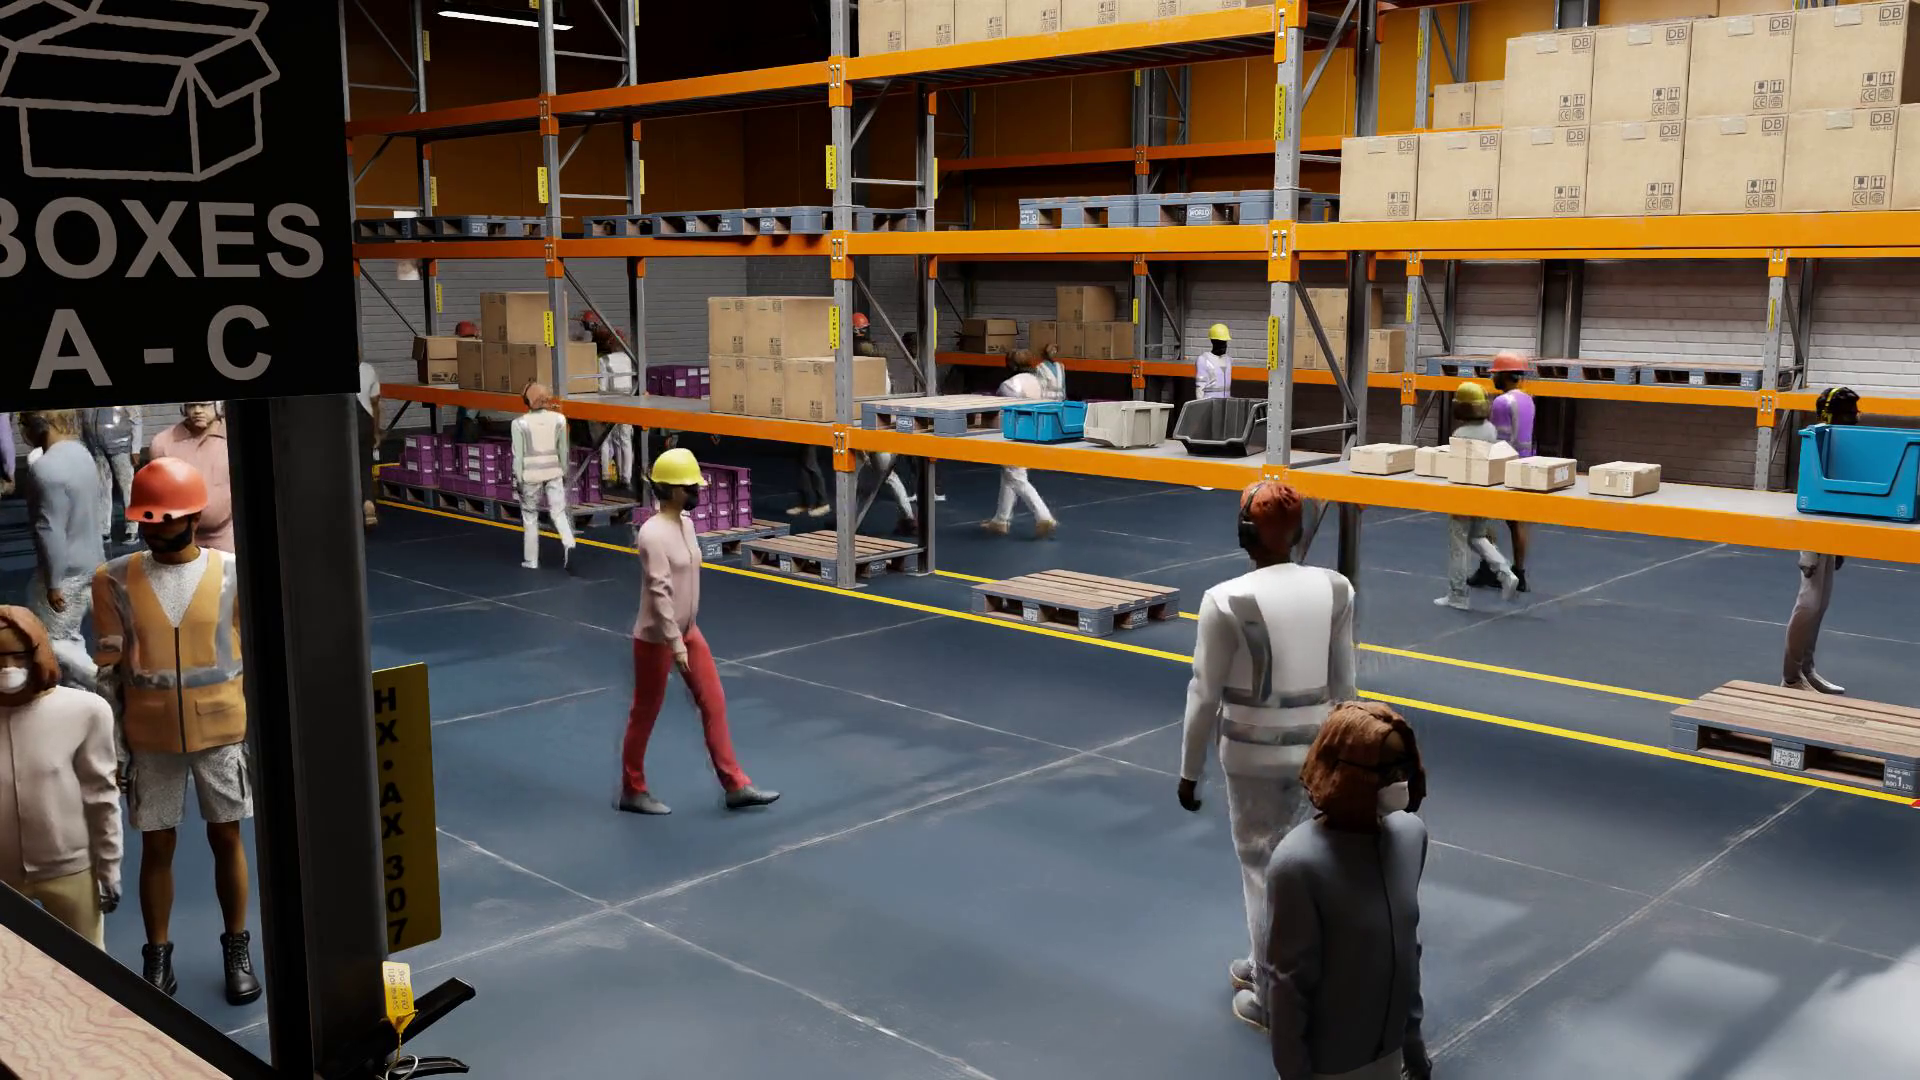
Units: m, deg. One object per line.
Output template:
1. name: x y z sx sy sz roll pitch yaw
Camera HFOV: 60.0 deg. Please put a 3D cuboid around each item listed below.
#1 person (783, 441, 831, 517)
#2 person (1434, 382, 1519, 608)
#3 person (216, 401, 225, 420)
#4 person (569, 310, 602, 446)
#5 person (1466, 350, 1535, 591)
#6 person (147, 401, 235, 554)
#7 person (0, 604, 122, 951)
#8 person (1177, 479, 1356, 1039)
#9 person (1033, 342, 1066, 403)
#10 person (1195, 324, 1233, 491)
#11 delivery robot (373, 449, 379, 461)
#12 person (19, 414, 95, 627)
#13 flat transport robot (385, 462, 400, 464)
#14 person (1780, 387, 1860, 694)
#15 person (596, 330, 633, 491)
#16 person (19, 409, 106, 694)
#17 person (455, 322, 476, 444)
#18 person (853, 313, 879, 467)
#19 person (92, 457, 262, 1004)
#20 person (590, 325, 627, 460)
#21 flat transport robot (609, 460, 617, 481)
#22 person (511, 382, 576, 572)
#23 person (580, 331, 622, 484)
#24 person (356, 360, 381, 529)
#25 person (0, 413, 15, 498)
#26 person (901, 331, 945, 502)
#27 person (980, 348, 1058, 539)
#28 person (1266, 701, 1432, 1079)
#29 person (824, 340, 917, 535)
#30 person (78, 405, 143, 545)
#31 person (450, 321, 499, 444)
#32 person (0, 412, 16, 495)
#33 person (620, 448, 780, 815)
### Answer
1. person: -1.587 -1.155 17.212 0.371 1.840 0.543 -7 11 -35
2. person: 3.857 -0.316 12.400 0.491 1.724 0.561 -6 11 -34
3. person: -7.965 -1.135 17.839 0.531 1.593 0.858 0 9 1
4. person: -5.277 -2.328 24.053 0.917 1.956 0.637 -7 12 -37
5. person: 4.291 -0.551 13.263 0.584 1.913 0.627 -9 13 -43
6. person: -4.579 -0.012 10.089 0.665 1.901 0.571 -2 9 -11
7. person: -2.679 0.979 4.790 0.493 1.626 0.284 -5 10 -27
8. person: 0.983 0.717 5.636 0.605 1.865 0.645 -5 10 -26
9. person: 1.120 -1.728 21.359 0.530 1.624 0.502 -8 12 -42
10. person: 2.967 -1.538 19.292 0.590 1.926 0.388 -8 12 -41
11. delivery robot: -7.231 -0.964 19.678 0.477 0.478 0.707 5 10 27
12. person: -5.301 0.060 9.816 0.876 1.820 0.540 1 9 6
13. flat transport robot: -6.208 -0.859 20.193 1.431 0.197 0.652 1 9 7
14. person: 5.145 0.022 9.904 0.312 1.869 0.535 9 13 43
15. person: -4.028 -1.504 19.263 0.587 1.867 0.680 -9 13 -44
16. person: -4.745 0.169 8.852 0.560 1.916 0.634 -1 9 -9
17. person: -6.688 -2.015 22.475 0.374 1.840 0.571 -7 12 -38
18. person: -1.297 -1.933 21.500 0.384 1.993 0.622 7 12 37
19. person: -2.658 0.672 5.726 0.545 1.933 0.376 -4 10 -21
20. person: -4.564 -1.842 21.390 0.898 1.852 0.632 9 13 44
21. flat transport robot: -4.734 -0.843 20.094 1.431 0.197 0.652 -1 9 -8
22. person: -3.495 -0.521 13.986 0.512 1.617 0.695 -6 11 -34
23. person: -4.144 -1.510 19.399 0.619 1.839 0.430 -6 11 -34
24. person: -5.910 -1.049 15.945 0.700 2.000 0.653 -5 11 -29
25. person: -8.036 -0.576 13.507 0.629 1.904 0.930 -3 10 -20
26. person: -0.407 -1.356 18.338 0.536 1.870 0.602 0 9 -2
27. person: 0.579 -0.923 15.873 0.895 1.815 0.617 5 11 29
28. person: 0.866 1.152 3.695 0.499 1.633 0.285 -8 12 -40
29. person: -0.836 -0.980 15.996 1.015 1.896 0.634 6 11 35
30. person: -7.878 -0.858 15.405 0.588 1.834 0.403 0 9 2
31. person: -6.347 -1.917 21.792 1.028 1.892 0.551 -8 12 -39
32. person: -10.924 -1.354 18.865 0.316 1.696 0.540 -4 10 -21
33. person: -1.242 0.451 7.696 0.836 1.734 0.533 3 10 18
